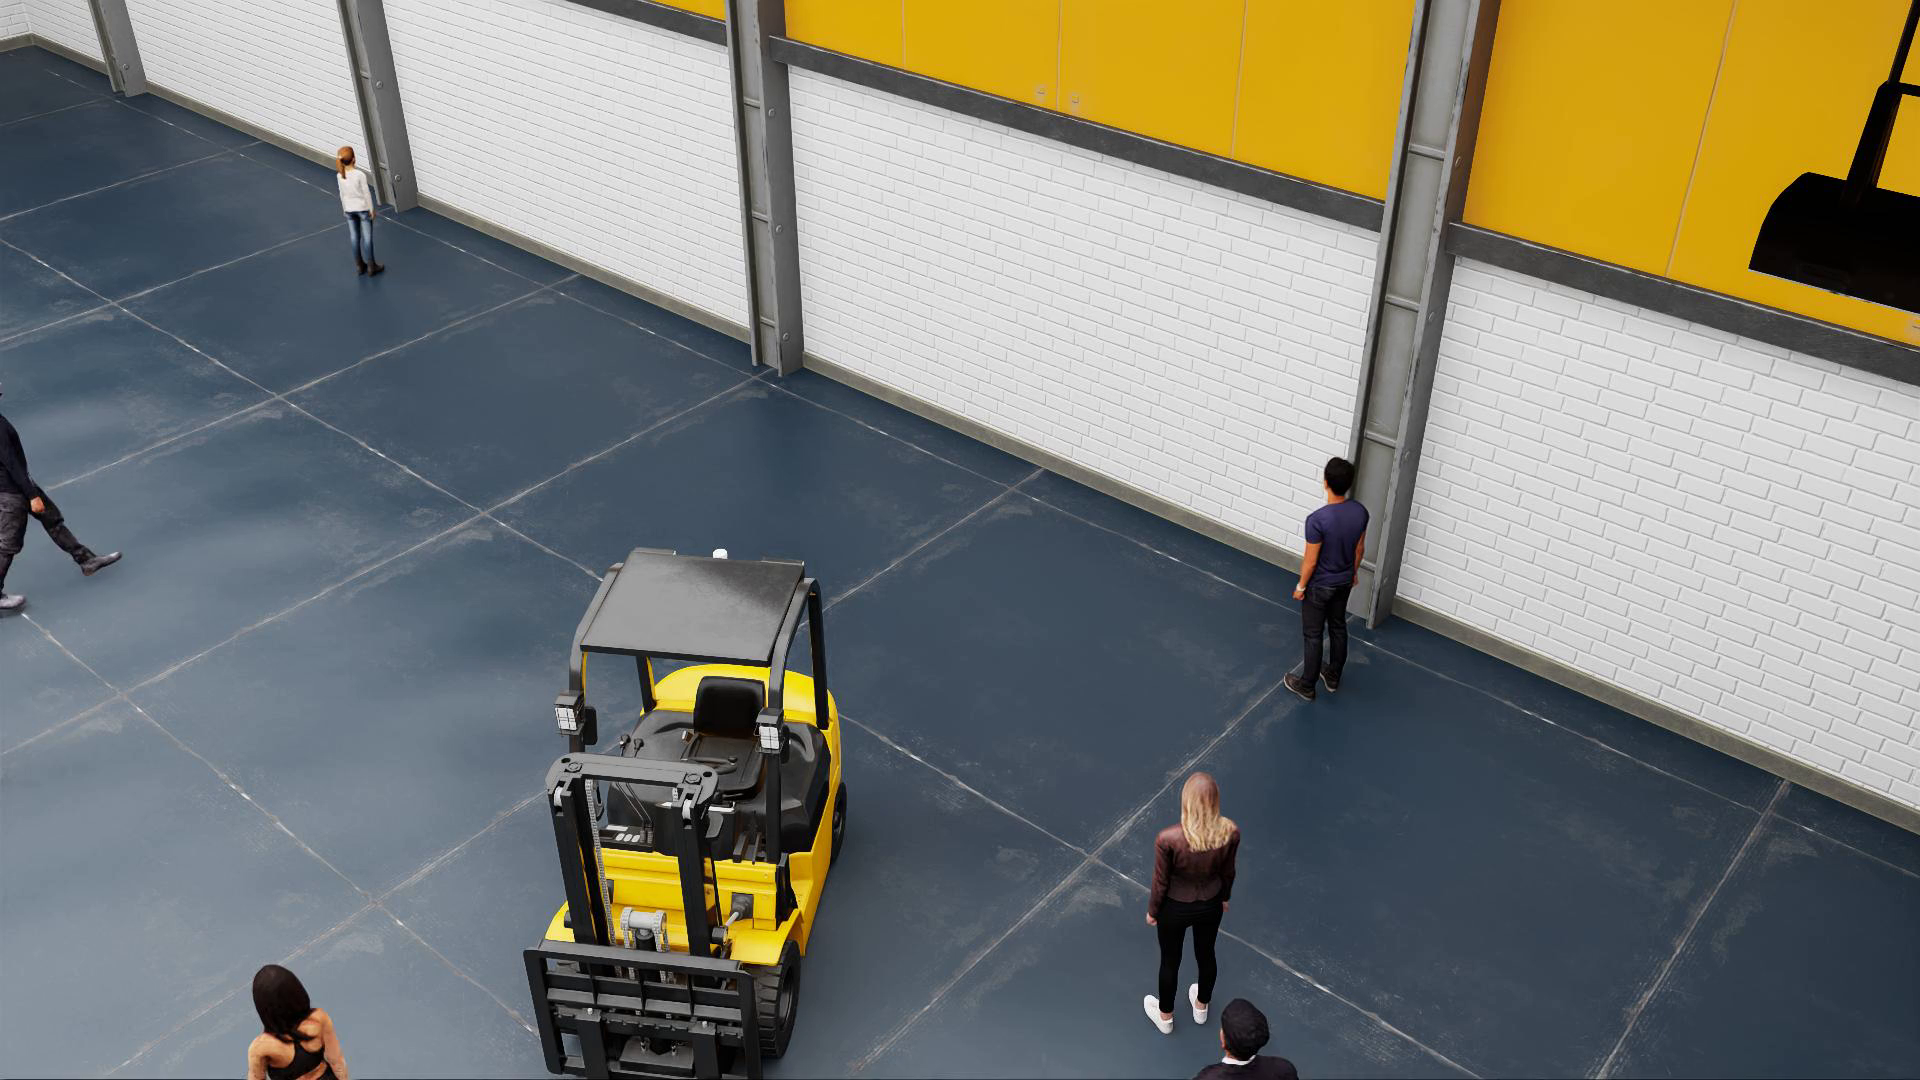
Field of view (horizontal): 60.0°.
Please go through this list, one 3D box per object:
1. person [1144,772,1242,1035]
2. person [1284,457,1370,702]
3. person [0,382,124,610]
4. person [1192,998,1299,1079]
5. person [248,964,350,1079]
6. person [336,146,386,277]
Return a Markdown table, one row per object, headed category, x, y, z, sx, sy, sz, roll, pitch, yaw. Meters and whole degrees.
| category | x | y | z | sx | sy | sz | roll | pitch | yaw |
| --- | --- | --- | --- | --- | --- | --- | --- | --- | --- |
| person | 1.188 | 1.882 | 8.576 | 0.676 | 1.704 | 0.694 | -8 | 34 | -12 |
| person | 2.424 | 0.267 | 10.930 | 0.718 | 1.789 | 0.675 | -15 | 36 | -21 |
| person | -6.792 | -0.309 | 11.766 | 0.837 | 1.821 | 1.222 | -27 | 42 | -34 |
| person | 1.163 | 2.766 | 7.127 | 1.061 | 1.836 | 1.305 | -14 | 36 | -19 |
| person | -2.916 | 2.625 | 7.551 | 1.052 | 1.601 | 0.567 | 26 | 41 | 33 |
| person | -6.074 | -3.311 | 16.746 | 0.525 | 1.310 | 0.611 | 7 | 34 | 11 |
